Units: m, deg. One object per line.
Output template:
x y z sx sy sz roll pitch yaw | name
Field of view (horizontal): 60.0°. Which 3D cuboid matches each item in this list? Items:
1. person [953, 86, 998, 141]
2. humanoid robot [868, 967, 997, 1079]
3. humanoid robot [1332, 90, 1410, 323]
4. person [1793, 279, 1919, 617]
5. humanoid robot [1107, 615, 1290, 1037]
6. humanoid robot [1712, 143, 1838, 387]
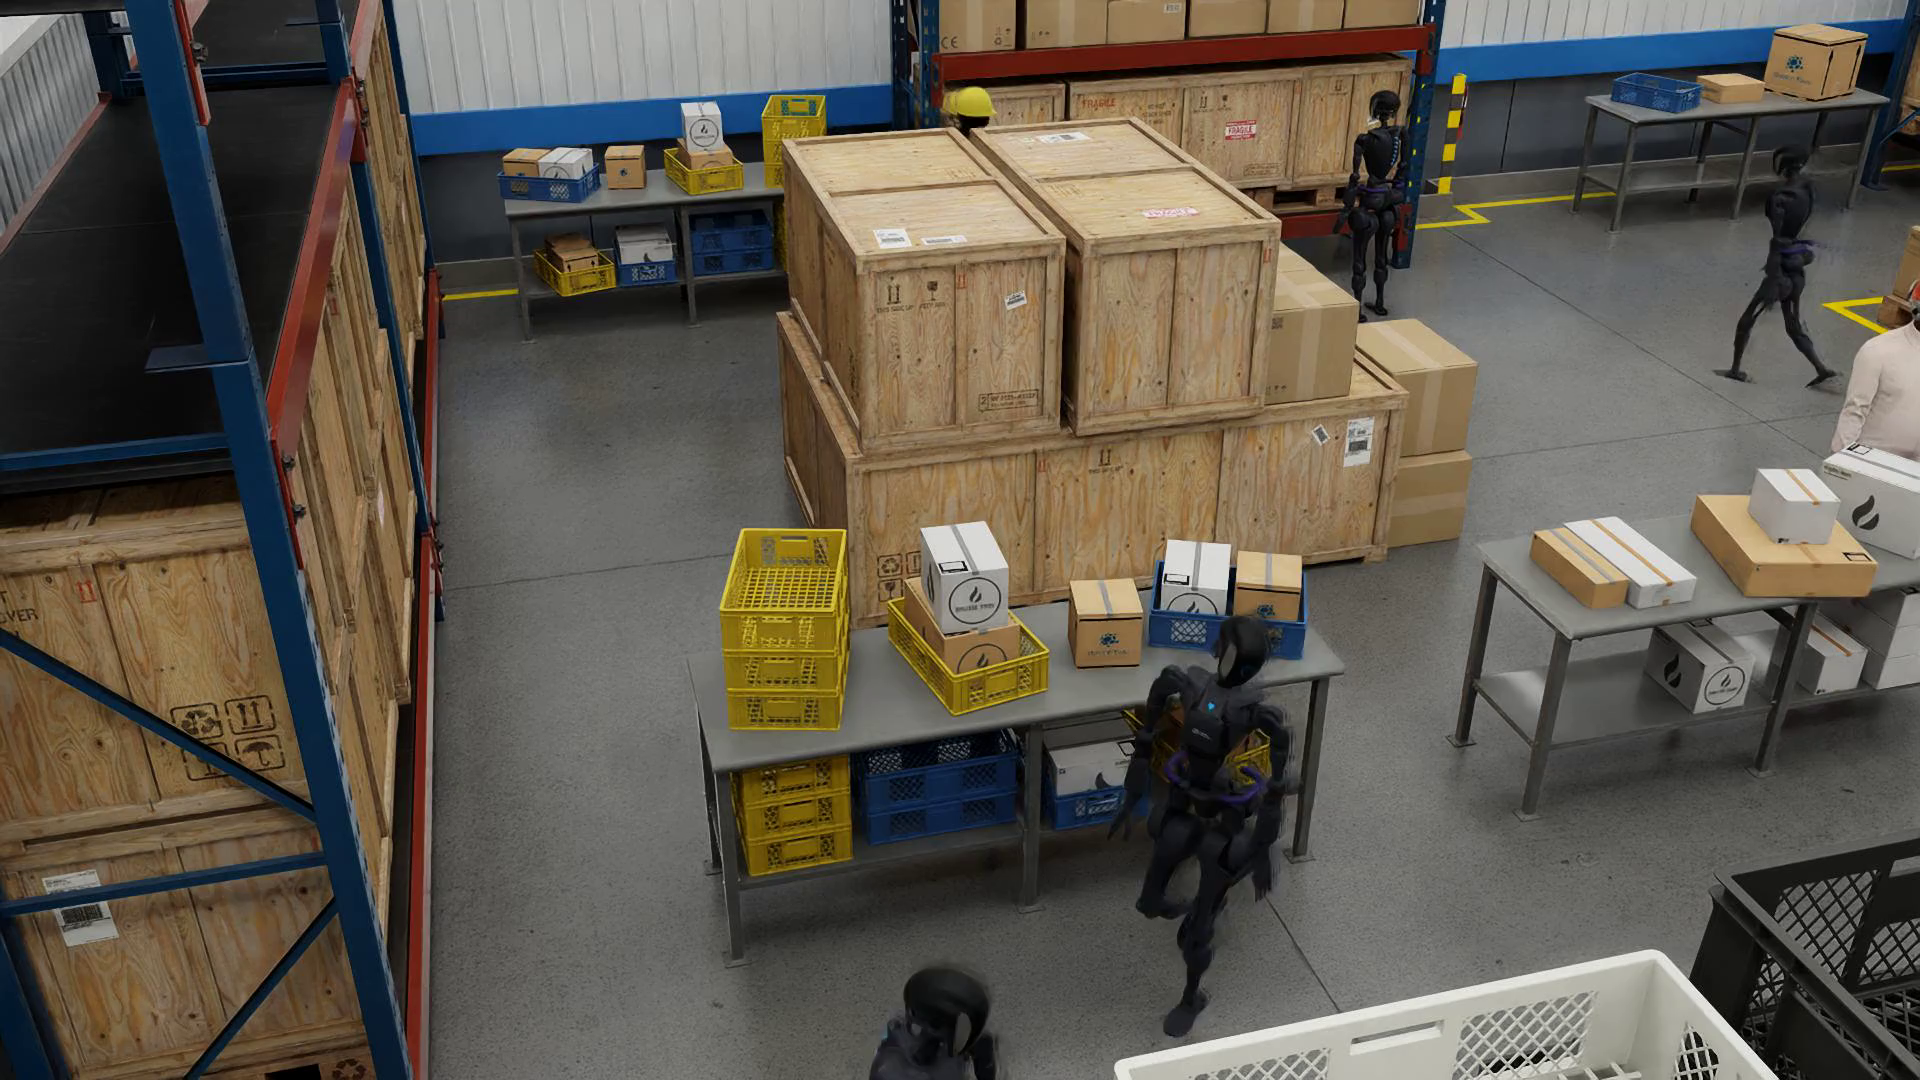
-0.010 -2.147 11.337 0.917 1.890 0.598 -9 30 -15 | person
-0.135 1.802 4.412 0.365 1.648 0.626 22 36 34 | humanoid robot
2.989 -2.418 12.028 0.608 1.661 0.314 -18 33 -29 | humanoid robot
4.501 -0.387 8.045 0.615 1.986 0.405 -6 29 -10 | person
0.844 0.973 5.908 0.624 1.635 0.487 19 34 31 | humanoid robot
5.517 -1.777 10.928 0.728 1.623 0.595 25 37 37 | humanoid robot
